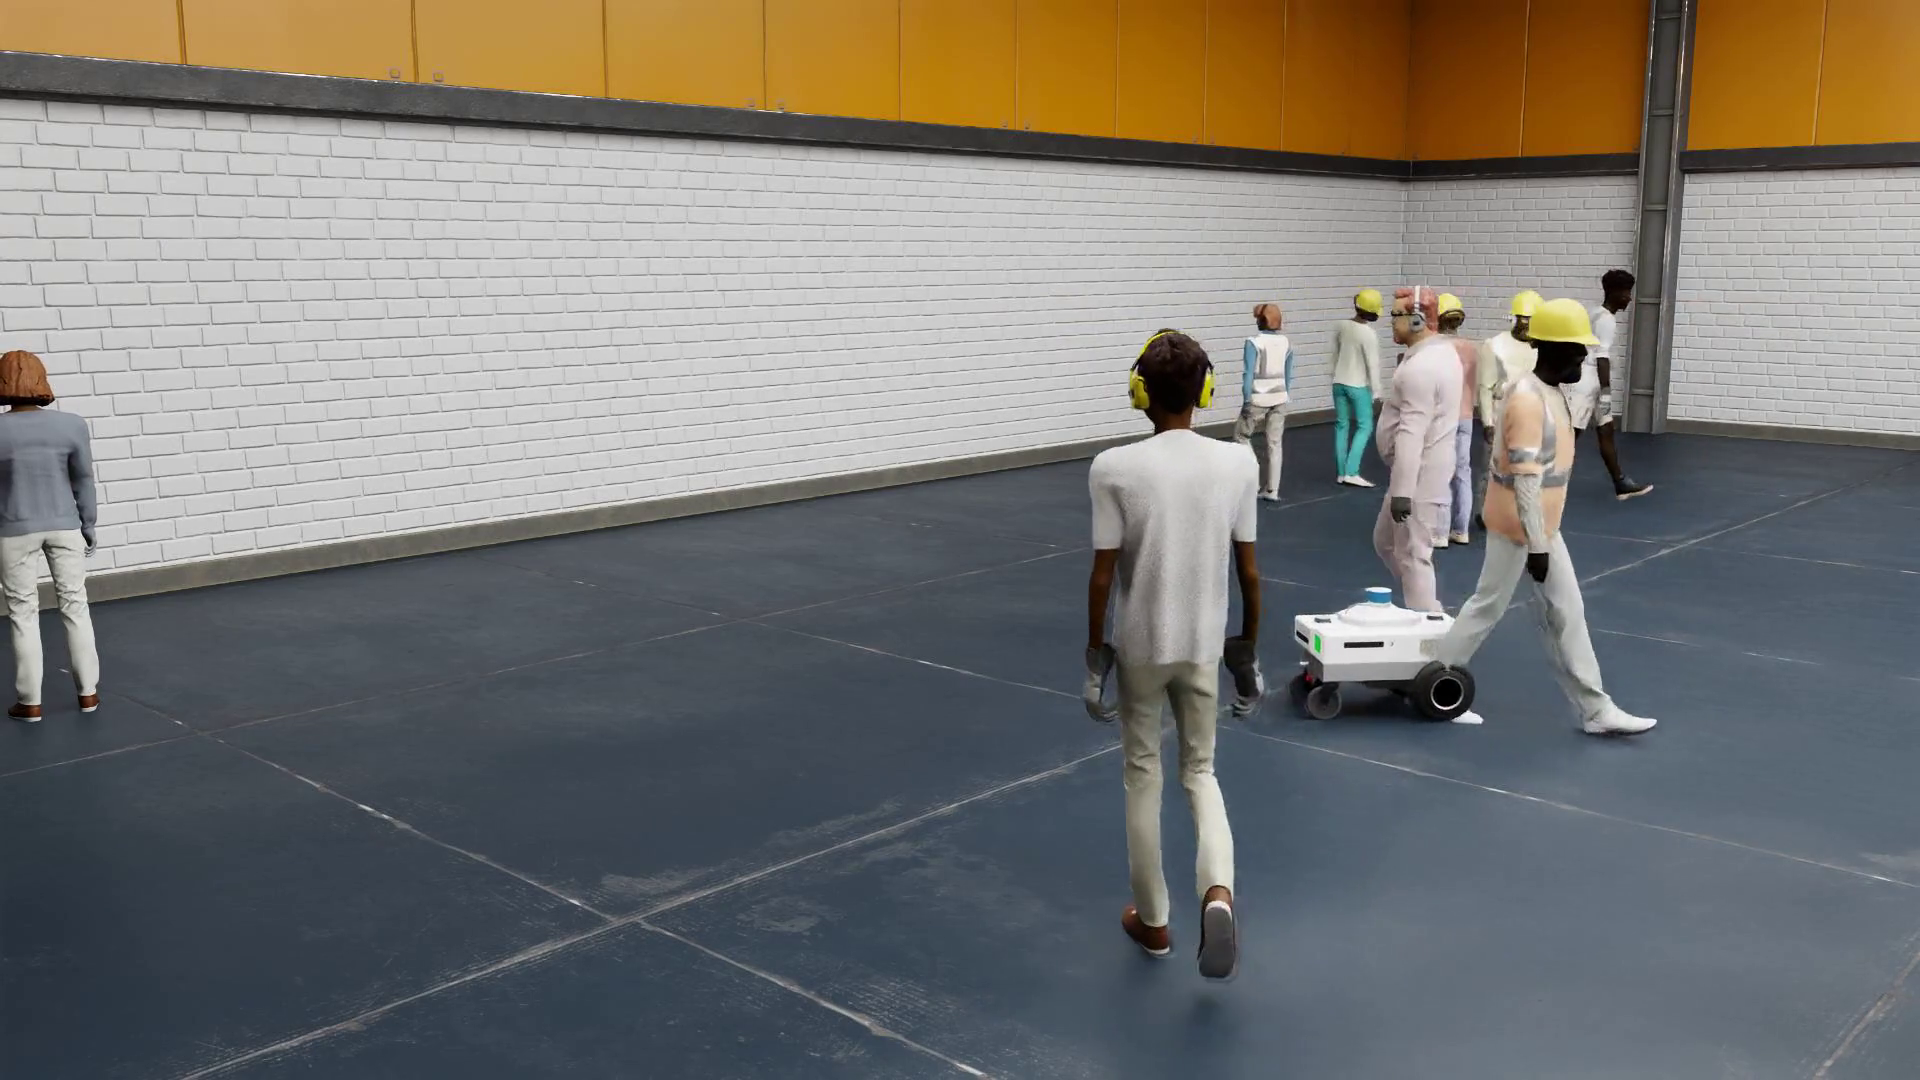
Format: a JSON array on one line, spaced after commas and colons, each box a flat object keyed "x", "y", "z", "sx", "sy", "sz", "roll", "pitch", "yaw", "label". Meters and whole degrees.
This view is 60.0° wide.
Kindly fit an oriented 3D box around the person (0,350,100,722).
[{"x": -4.068, "y": -0.017, "z": 7.334, "sx": 0.500, "sy": 1.633, "sz": 0.285, "roll": -9, "pitch": 13, "yaw": -41, "label": "person"}]

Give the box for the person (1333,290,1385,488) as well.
[{"x": 3.423, "y": -1.312, "z": 14.493, "sx": 0.347, "sy": 1.721, "sz": 0.601, "roll": -5, "pitch": 11, "yaw": -28, "label": "person"}]

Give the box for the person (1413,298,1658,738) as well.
[{"x": 2.435, "y": -0.080, "z": 7.062, "sx": 1.003, "sy": 1.867, "sz": 0.618, "roll": 7, "pitch": 12, "yaw": 33, "label": "person"}]

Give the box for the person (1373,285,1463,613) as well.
[{"x": 2.249, "y": -0.317, "z": 8.303, "sx": 0.430, "sy": 1.888, "sz": 0.683, "roll": 4, "pitch": 11, "yaw": 24, "label": "person"}]

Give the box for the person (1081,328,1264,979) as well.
[{"x": 0.613, "y": 0.335, "z": 4.706, "sx": 0.535, "sy": 1.855, "sz": 0.625, "roll": -2, "pitch": 10, "yaw": -9, "label": "person"}]

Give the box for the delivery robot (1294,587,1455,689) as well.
[{"x": 1.869, "y": 0.456, "z": 7.446, "sx": 0.707, "sy": 0.478, "sz": 0.477, "roll": -1, "pitch": 10, "yaw": -6, "label": "delivery robot"}]

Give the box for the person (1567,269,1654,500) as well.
[{"x": 5.163, "y": -1.257, "z": 13.637, "sx": 1.031, "sy": 1.903, "sz": 0.655, "roll": 3, "pitch": 10, "yaw": 18, "label": "person"}]

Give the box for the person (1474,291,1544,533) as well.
[{"x": 3.946, "y": -0.876, "z": 11.838, "sx": 0.588, "sy": 1.780, "sz": 0.976, "roll": 0, "pitch": 10, "yaw": 0, "label": "person"}]

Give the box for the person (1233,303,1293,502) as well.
[{"x": 2.477, "y": -1.129, "z": 13.672, "sx": 0.549, "sy": 1.621, "sz": 0.472, "roll": -6, "pitch": 12, "yaw": -31, "label": "person"}]

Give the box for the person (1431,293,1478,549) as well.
[{"x": 3.359, "y": -0.818, "z": 11.527, "sx": 0.526, "sy": 1.765, "sz": 0.329, "roll": -7, "pitch": 12, "yaw": -34, "label": "person"}]
